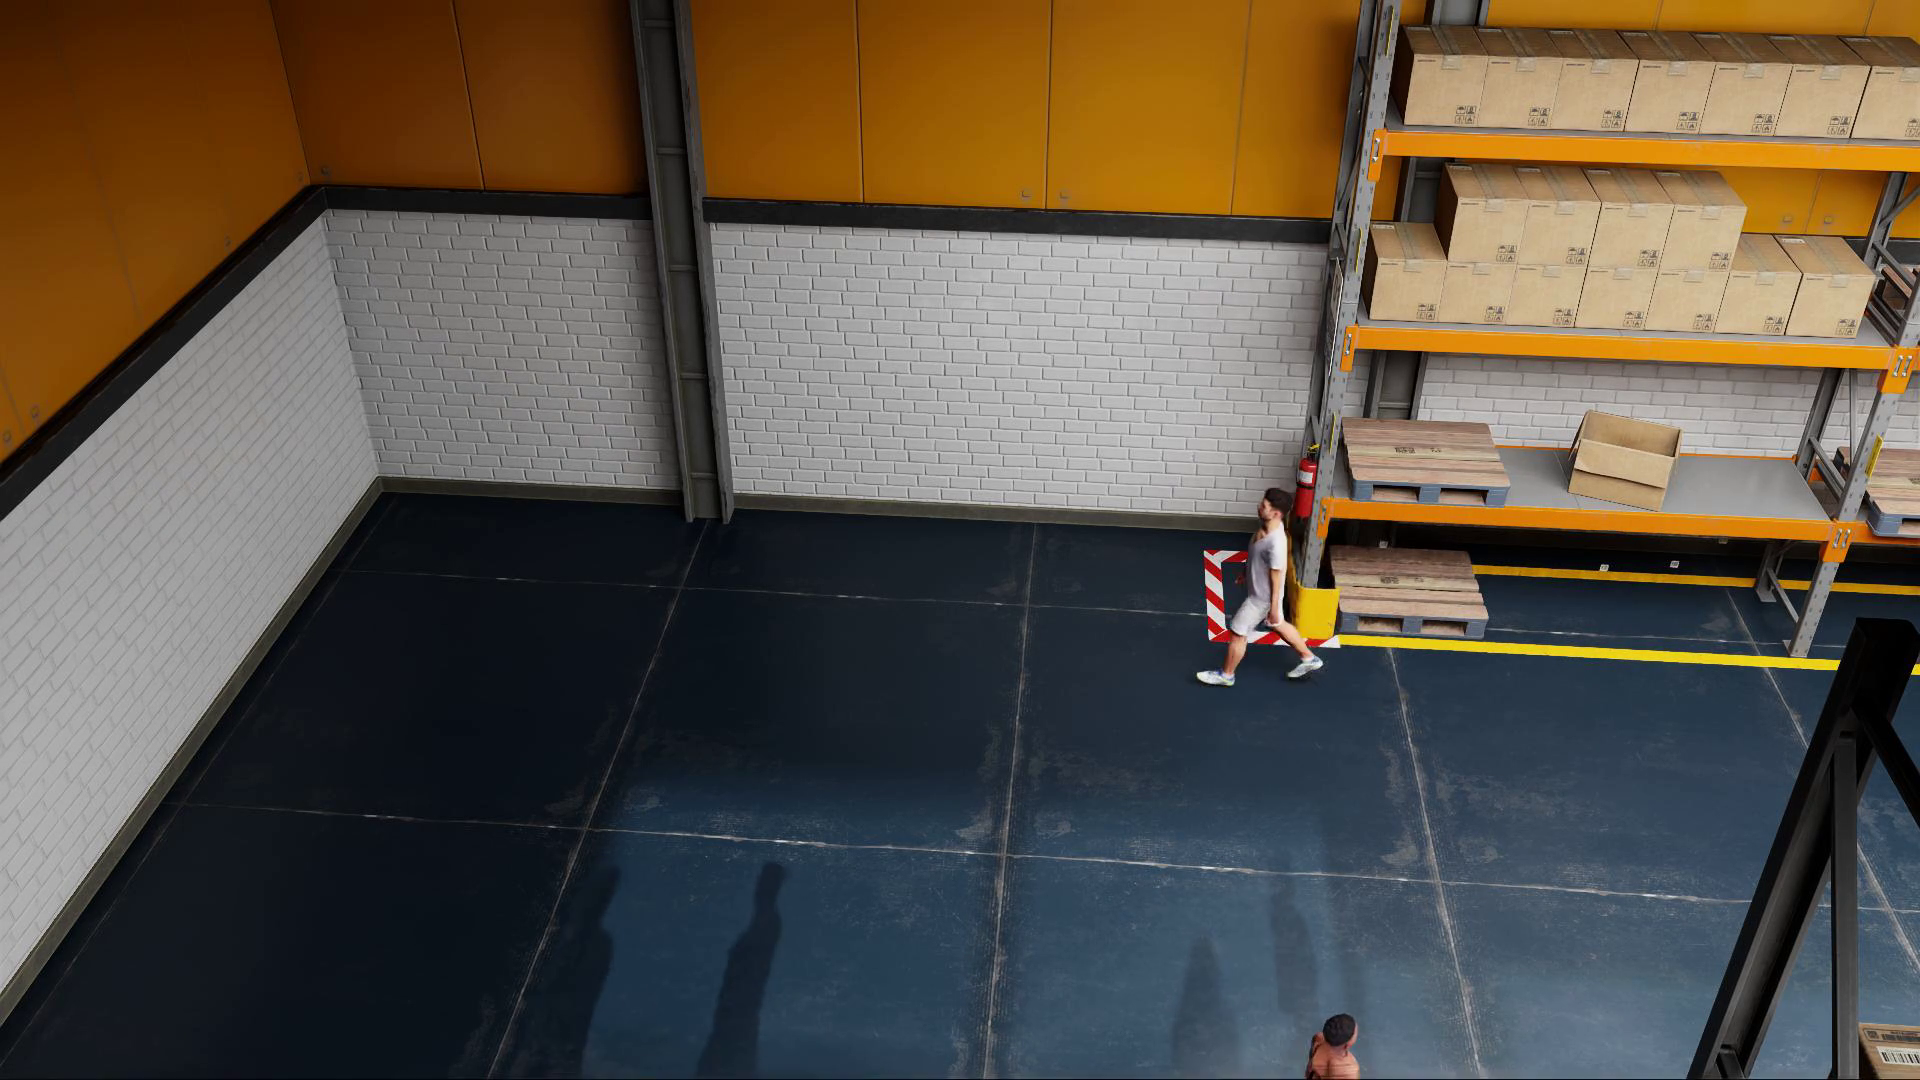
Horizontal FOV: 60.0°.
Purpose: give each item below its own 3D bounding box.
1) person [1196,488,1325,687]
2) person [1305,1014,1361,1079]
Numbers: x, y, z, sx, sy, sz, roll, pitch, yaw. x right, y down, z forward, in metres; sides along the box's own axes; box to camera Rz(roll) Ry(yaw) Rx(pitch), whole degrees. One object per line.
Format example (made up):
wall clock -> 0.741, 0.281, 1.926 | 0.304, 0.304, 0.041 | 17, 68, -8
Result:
person -> 2.433, 0.395, 12.755 | 1.193, 1.822, 0.680 | 3, 34, 5
person -> 1.987, 3.101, 9.204 | 0.711, 1.246, 0.649 | -14, 36, -20
